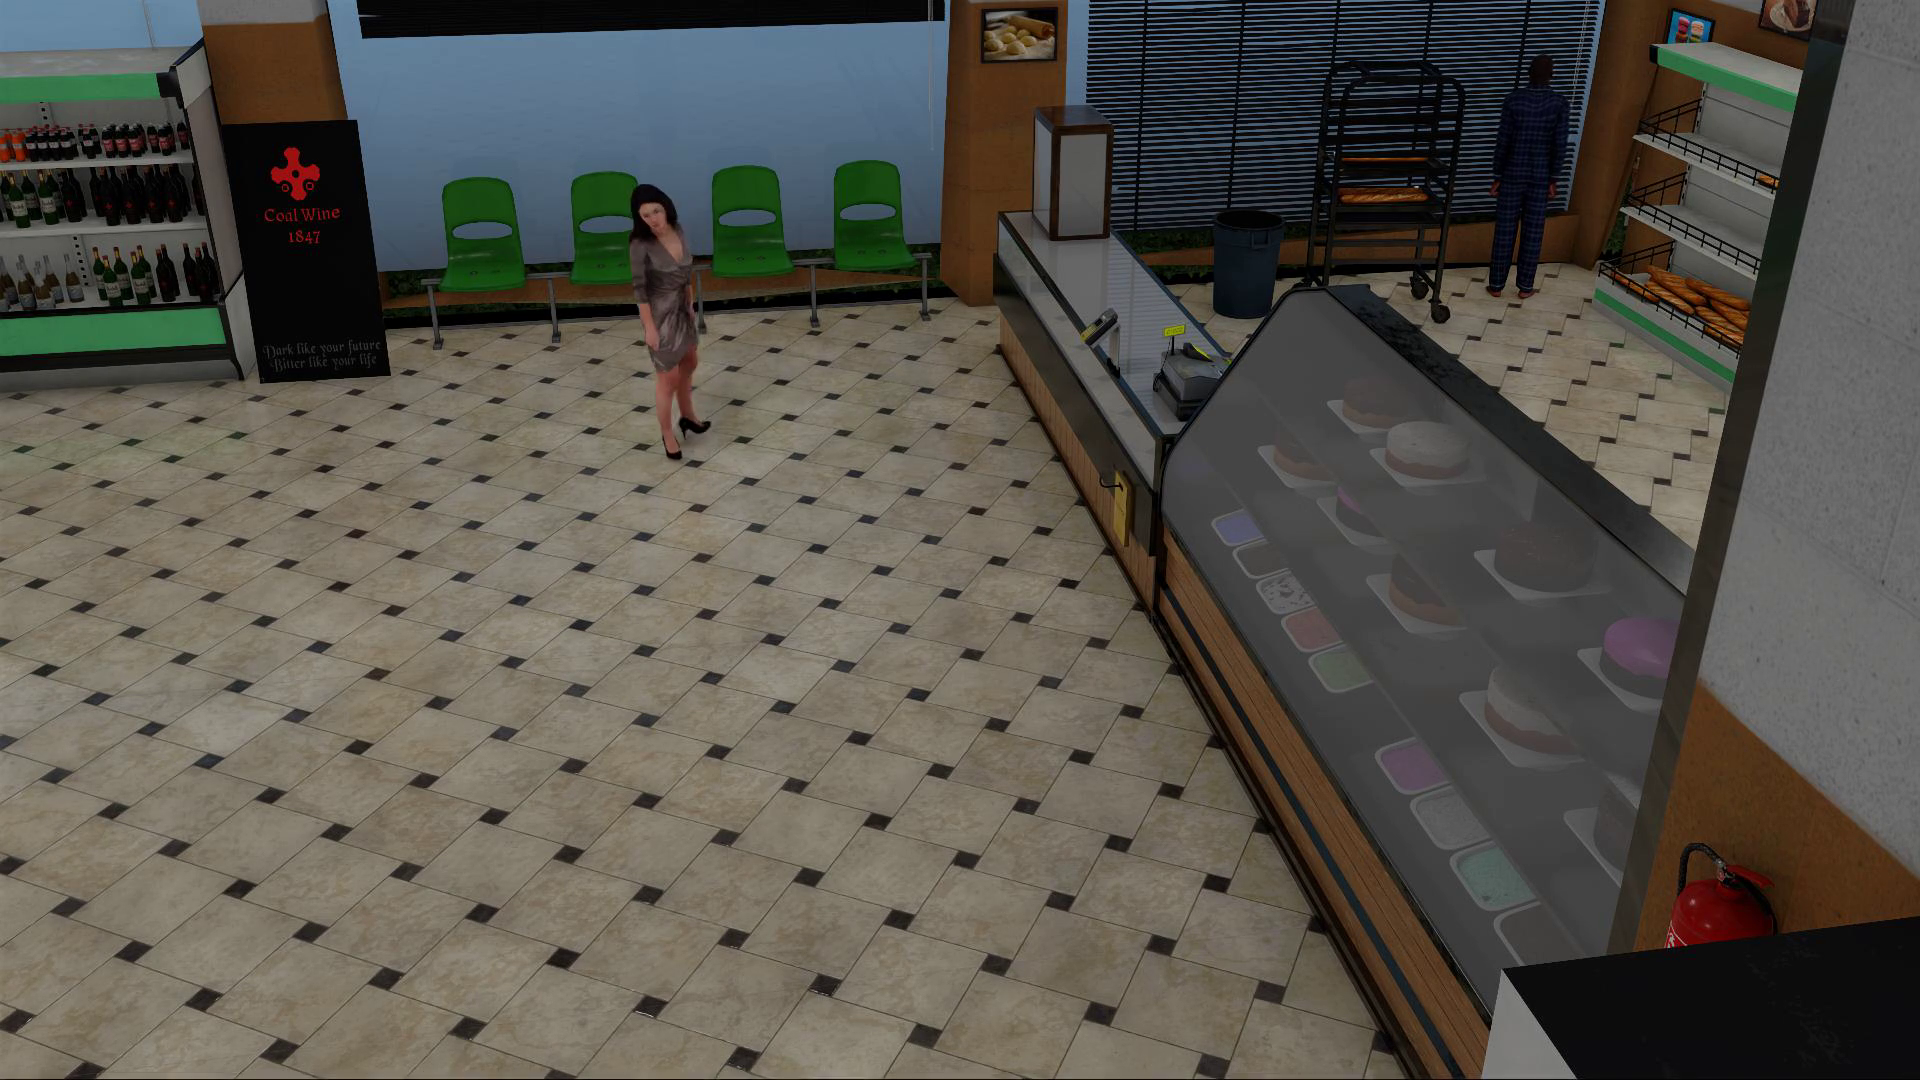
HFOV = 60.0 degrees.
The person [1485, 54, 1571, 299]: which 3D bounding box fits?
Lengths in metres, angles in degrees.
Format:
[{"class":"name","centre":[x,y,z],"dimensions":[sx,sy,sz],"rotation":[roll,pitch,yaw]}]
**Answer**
[{"class":"person","centre":[4.248,-2.727,12.507],"dimensions":[0.697,1.824,0.819],"rotation":[8,28,16]}]

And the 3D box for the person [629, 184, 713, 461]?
[{"class":"person","centre":[-1.714,-1.285,9.795],"dimensions":[0.826,1.705,0.845],"rotation":[7,28,14]}]
